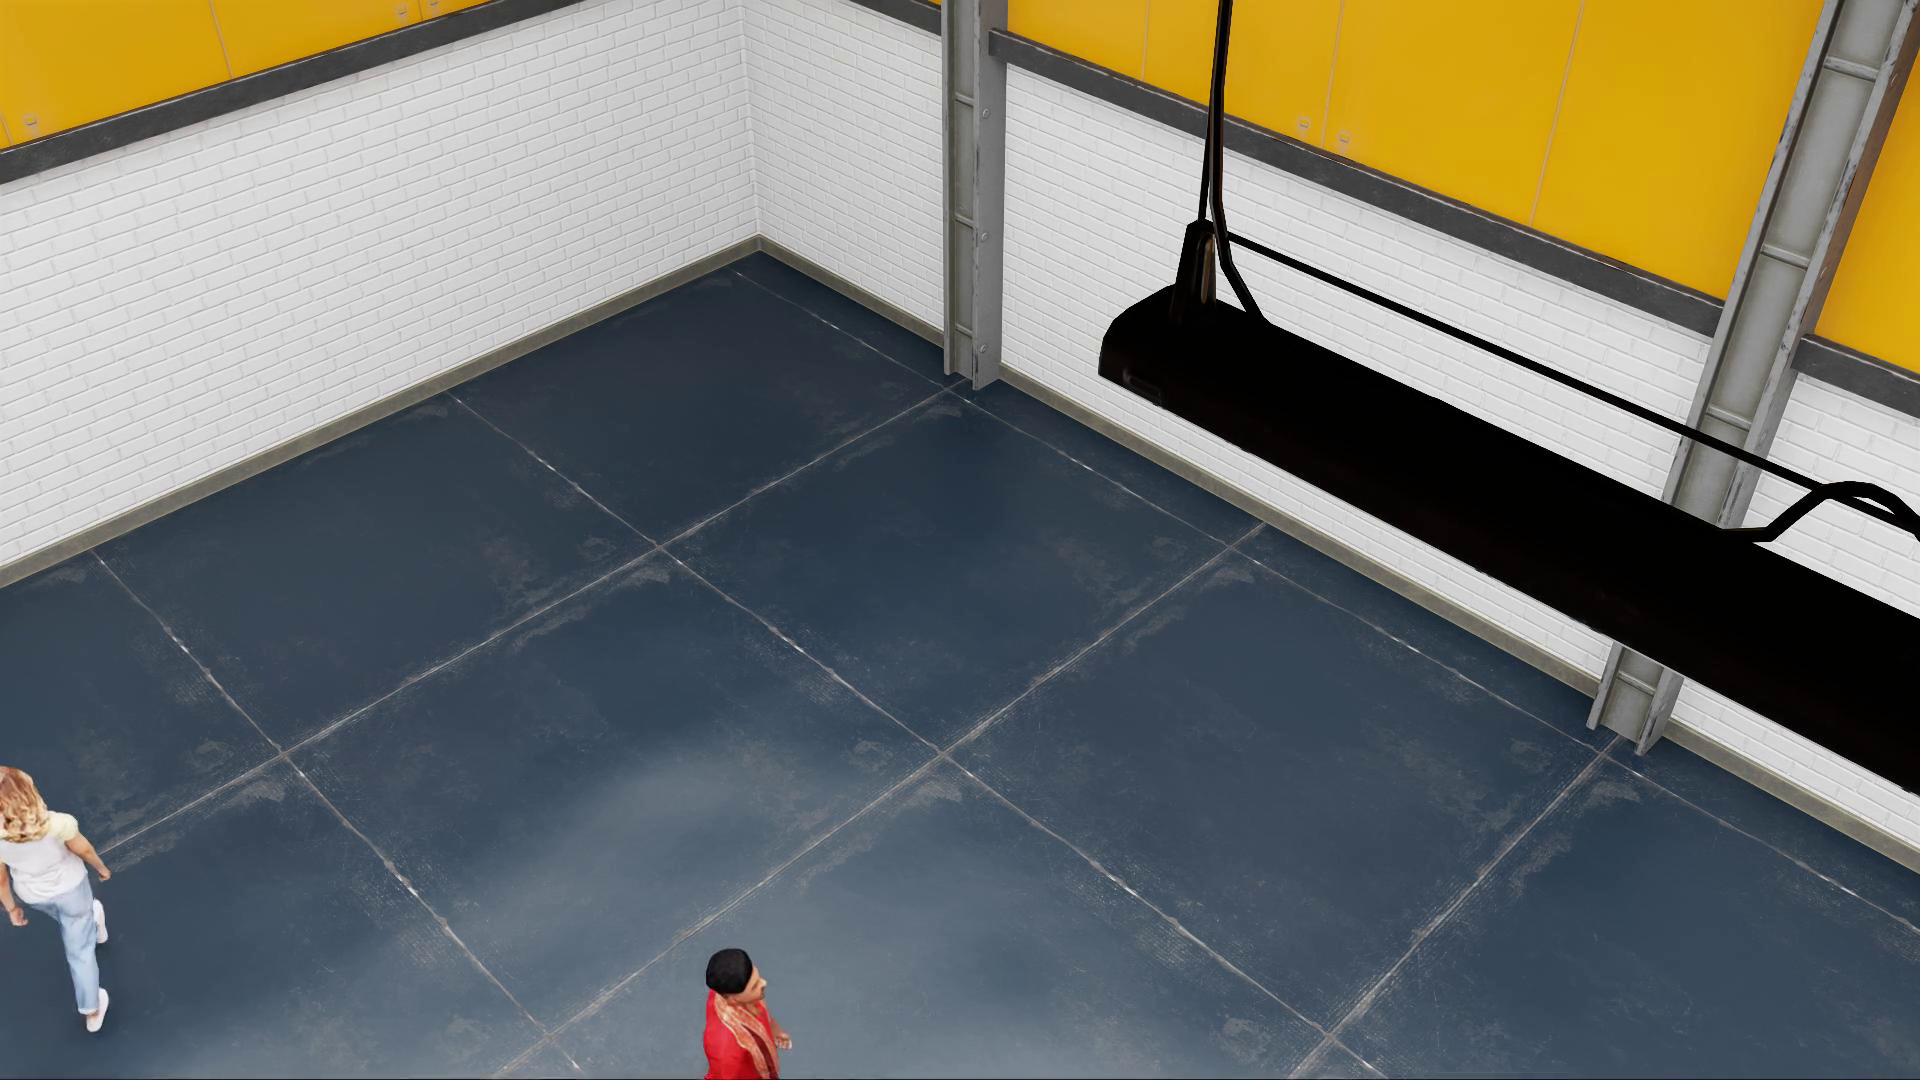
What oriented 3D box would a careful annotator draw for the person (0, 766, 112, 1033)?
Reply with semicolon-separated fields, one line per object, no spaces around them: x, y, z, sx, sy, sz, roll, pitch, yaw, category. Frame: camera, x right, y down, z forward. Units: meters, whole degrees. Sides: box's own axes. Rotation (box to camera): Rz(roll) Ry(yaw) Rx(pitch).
-4.709;1.915;8.670;0.964;1.681;1.187;-11;40;-14;person

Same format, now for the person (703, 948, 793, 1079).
-1.128;2.534;7.774;1.207;1.832;1.220;-5;39;-6;person
